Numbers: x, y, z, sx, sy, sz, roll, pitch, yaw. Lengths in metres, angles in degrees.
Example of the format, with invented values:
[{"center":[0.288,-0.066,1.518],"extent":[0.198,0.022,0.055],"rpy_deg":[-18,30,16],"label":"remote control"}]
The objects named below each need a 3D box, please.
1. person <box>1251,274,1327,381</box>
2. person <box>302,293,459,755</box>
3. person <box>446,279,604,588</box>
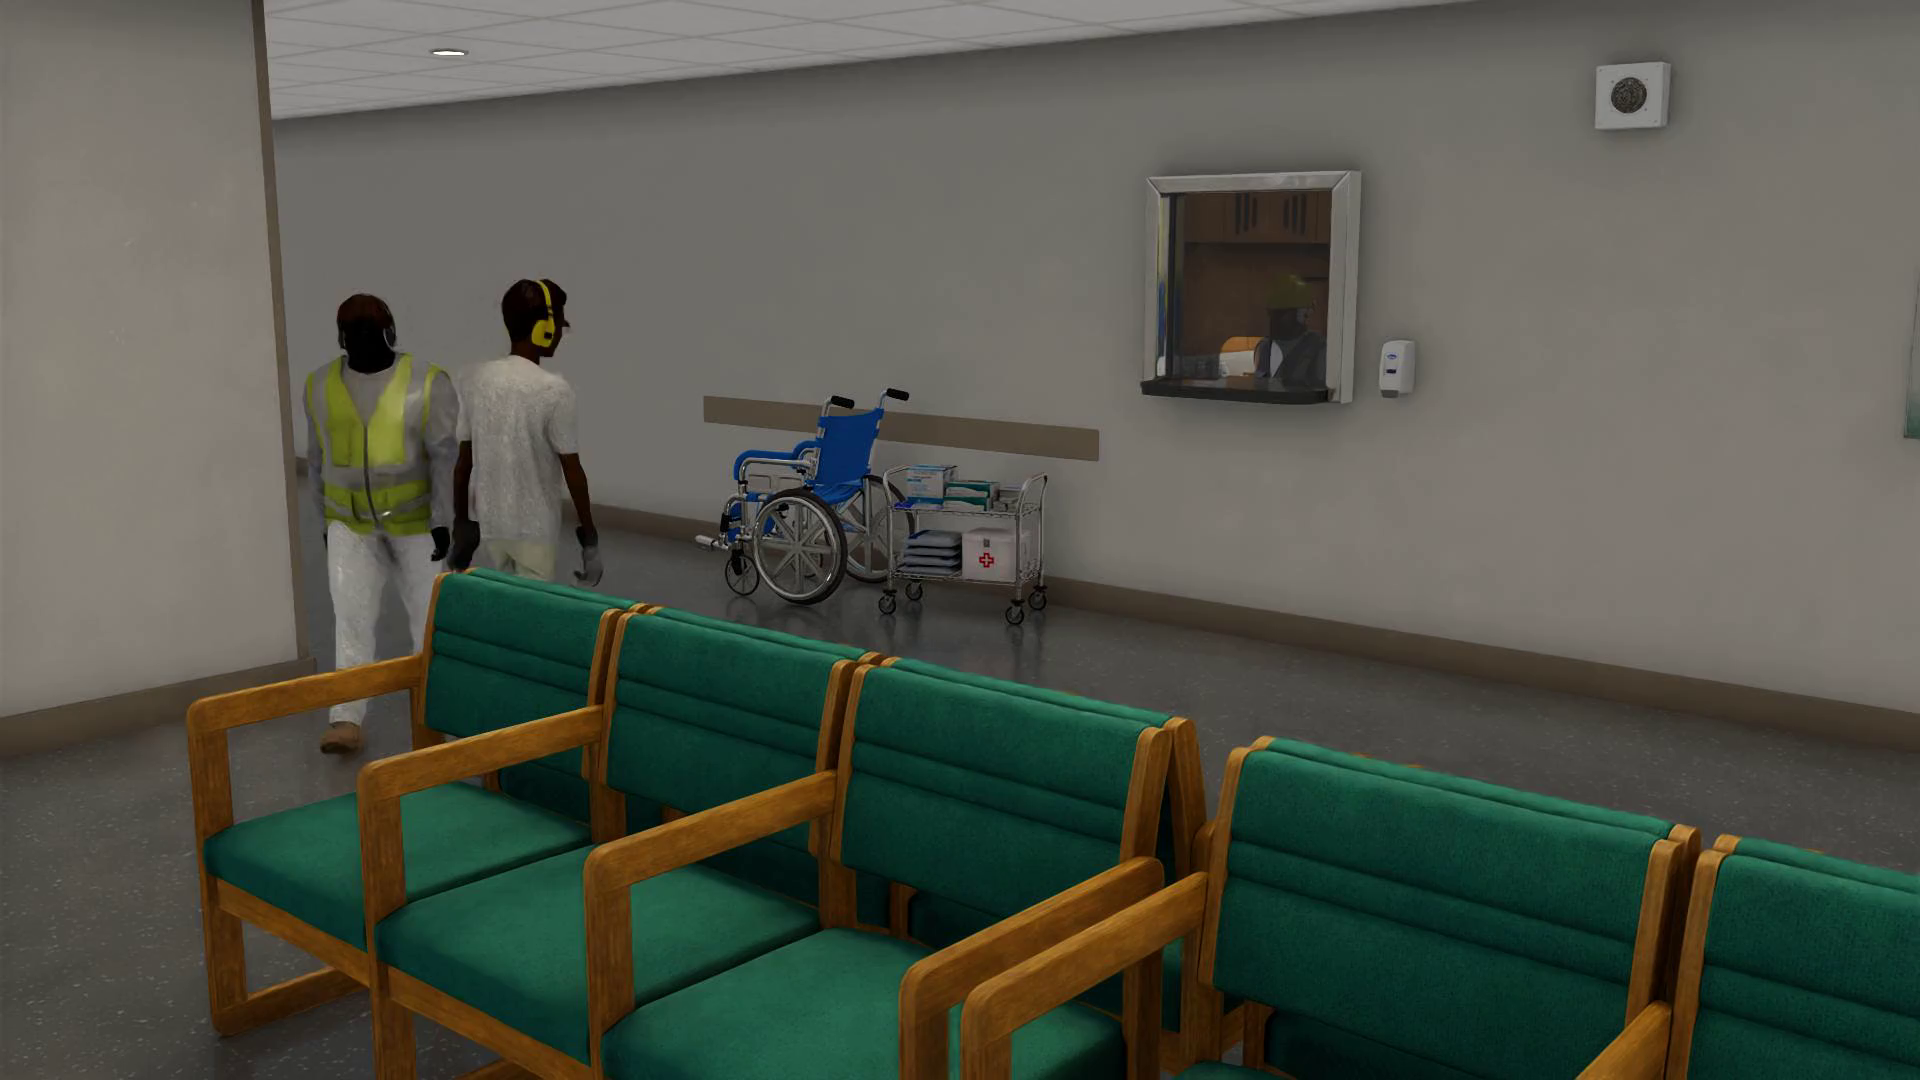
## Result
[{"center":[1.760,-0.502,8.908],"extent":[0.405,1.823,0.591],"rpy_deg":[-6,12,-32],"label":"person"},{"center":[-2.295,-0.079,6.626],"extent":[0.627,1.778,1.004],"rpy_deg":[-1,10,-5],"label":"person"},{"center":[-1.556,-0.007,5.995],"extent":[0.545,1.845,0.498],"rpy_deg":[5,11,25],"label":"person"}]
